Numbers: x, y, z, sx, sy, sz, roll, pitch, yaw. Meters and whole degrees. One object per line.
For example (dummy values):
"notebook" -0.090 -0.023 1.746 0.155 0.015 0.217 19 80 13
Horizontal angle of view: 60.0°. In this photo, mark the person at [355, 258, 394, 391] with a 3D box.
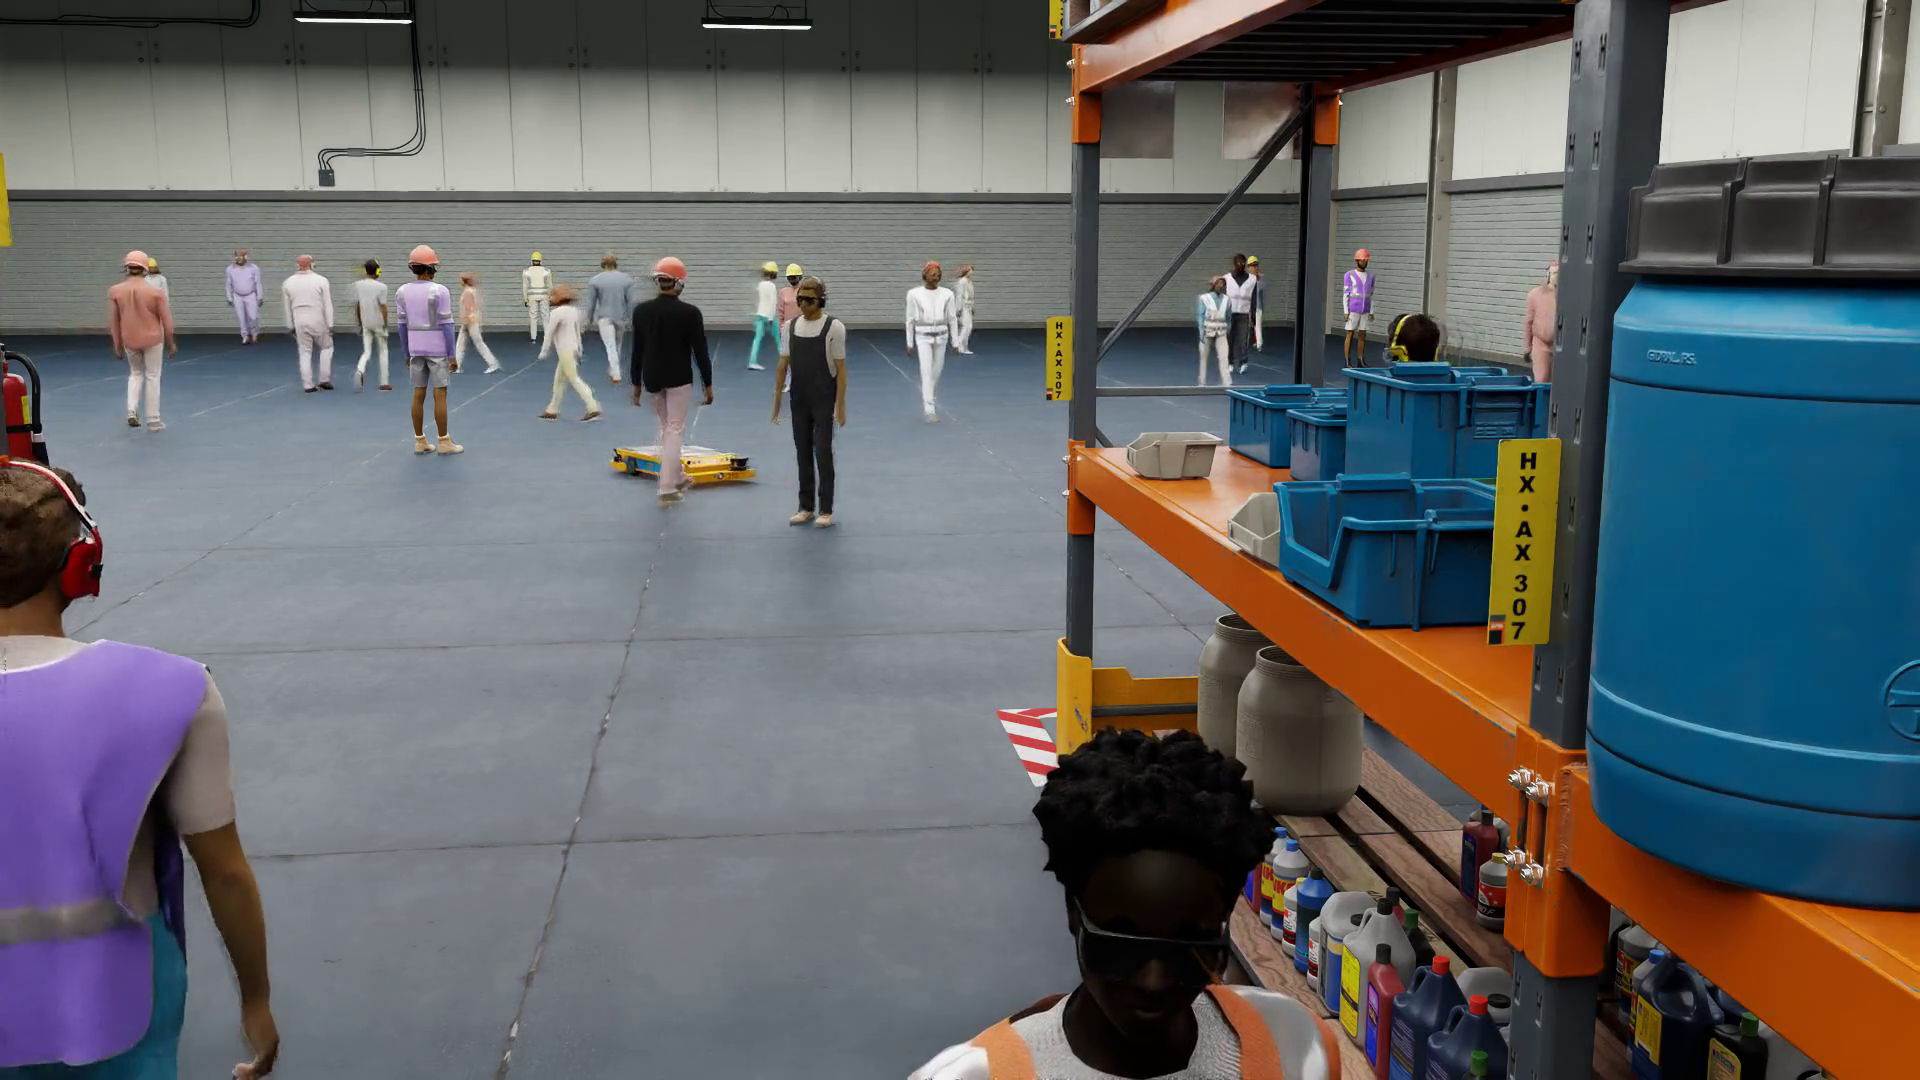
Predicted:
"person" -8.096 -2.945 22.847 0.529 1.846 0.716 2 10 8

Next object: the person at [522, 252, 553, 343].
"person" -8.458 -4.856 33.362 0.592 1.833 0.404 -3 11 -14

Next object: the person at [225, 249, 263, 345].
"person" -14.153 -4.792 32.861 0.672 1.887 0.499 -2 11 -10

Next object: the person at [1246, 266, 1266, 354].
"person" 5.380 -4.218 30.518 0.507 1.593 0.848 -1 10 -3

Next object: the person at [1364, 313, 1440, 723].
"person" 1.970 -0.033 6.970 0.526 1.829 0.940 -5 11 -25

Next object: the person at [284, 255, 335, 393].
"person" -8.934 -2.985 22.970 0.680 1.879 0.646 1 10 3

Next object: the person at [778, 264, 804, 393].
"person" -2.243 -2.887 22.751 0.527 1.767 0.331 3 11 14

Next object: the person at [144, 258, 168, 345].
"person" -15.069 -4.387 31.054 0.507 1.723 0.592 -3 11 -14

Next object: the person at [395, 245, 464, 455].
"person" -5.191 -1.846 16.273 0.608 2.048 0.364 3 11 17

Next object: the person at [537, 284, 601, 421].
"person" -4.552 -2.158 19.273 0.838 1.596 0.497 2 11 12

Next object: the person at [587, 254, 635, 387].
"person" -5.044 -3.164 23.948 0.653 1.883 1.007 -5 12 -27

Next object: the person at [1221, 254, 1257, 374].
"person" 4.355 -3.544 26.101 0.610 1.861 1.050 0 10 2

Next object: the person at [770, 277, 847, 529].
"person" -1.137 -0.998 12.223 0.556 1.833 0.520 4 11 22

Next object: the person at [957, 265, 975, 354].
"person" 0.124 -4.170 30.173 0.373 1.623 0.546 4 11 22

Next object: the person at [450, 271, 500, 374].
"person" -7.621 -3.381 25.916 0.839 1.599 0.525 -4 11 -21

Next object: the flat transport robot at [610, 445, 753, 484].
"flat transport robot" -2.499 -0.693 14.826 0.652 0.197 1.431 -8 13 -38

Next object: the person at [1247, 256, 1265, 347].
"person" 5.685 -4.646 32.422 0.517 1.757 0.338 -3 11 -18

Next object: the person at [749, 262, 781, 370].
"person" -3.017 -3.591 26.725 0.895 1.719 0.536 -7 12 -34

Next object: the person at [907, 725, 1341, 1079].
"person" 0.150 0.995 1.652 0.535 1.699 0.321 -6 12 -28

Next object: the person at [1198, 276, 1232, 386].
"person" 3.477 -2.786 22.666 0.522 1.592 0.848 -2 11 -12

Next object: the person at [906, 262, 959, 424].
"person" -0.330 -2.293 19.352 0.590 1.867 0.861 -4 11 -19

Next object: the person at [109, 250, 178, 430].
"person" -8.987 -2.189 18.336 0.628 1.979 0.428 0 10 -2

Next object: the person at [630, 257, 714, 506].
"person" -2.270 -1.289 13.460 0.649 1.954 0.925 4 11 20

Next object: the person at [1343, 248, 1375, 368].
"person" 6.418 -3.701 26.734 0.544 1.943 0.347 -3 11 -16

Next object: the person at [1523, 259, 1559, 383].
"person" 6.585 -2.163 18.459 0.650 1.887 0.709 3 11 18

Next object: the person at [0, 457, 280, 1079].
"person" -1.420 0.768 2.633 0.585 1.801 0.971 -2 11 -13
